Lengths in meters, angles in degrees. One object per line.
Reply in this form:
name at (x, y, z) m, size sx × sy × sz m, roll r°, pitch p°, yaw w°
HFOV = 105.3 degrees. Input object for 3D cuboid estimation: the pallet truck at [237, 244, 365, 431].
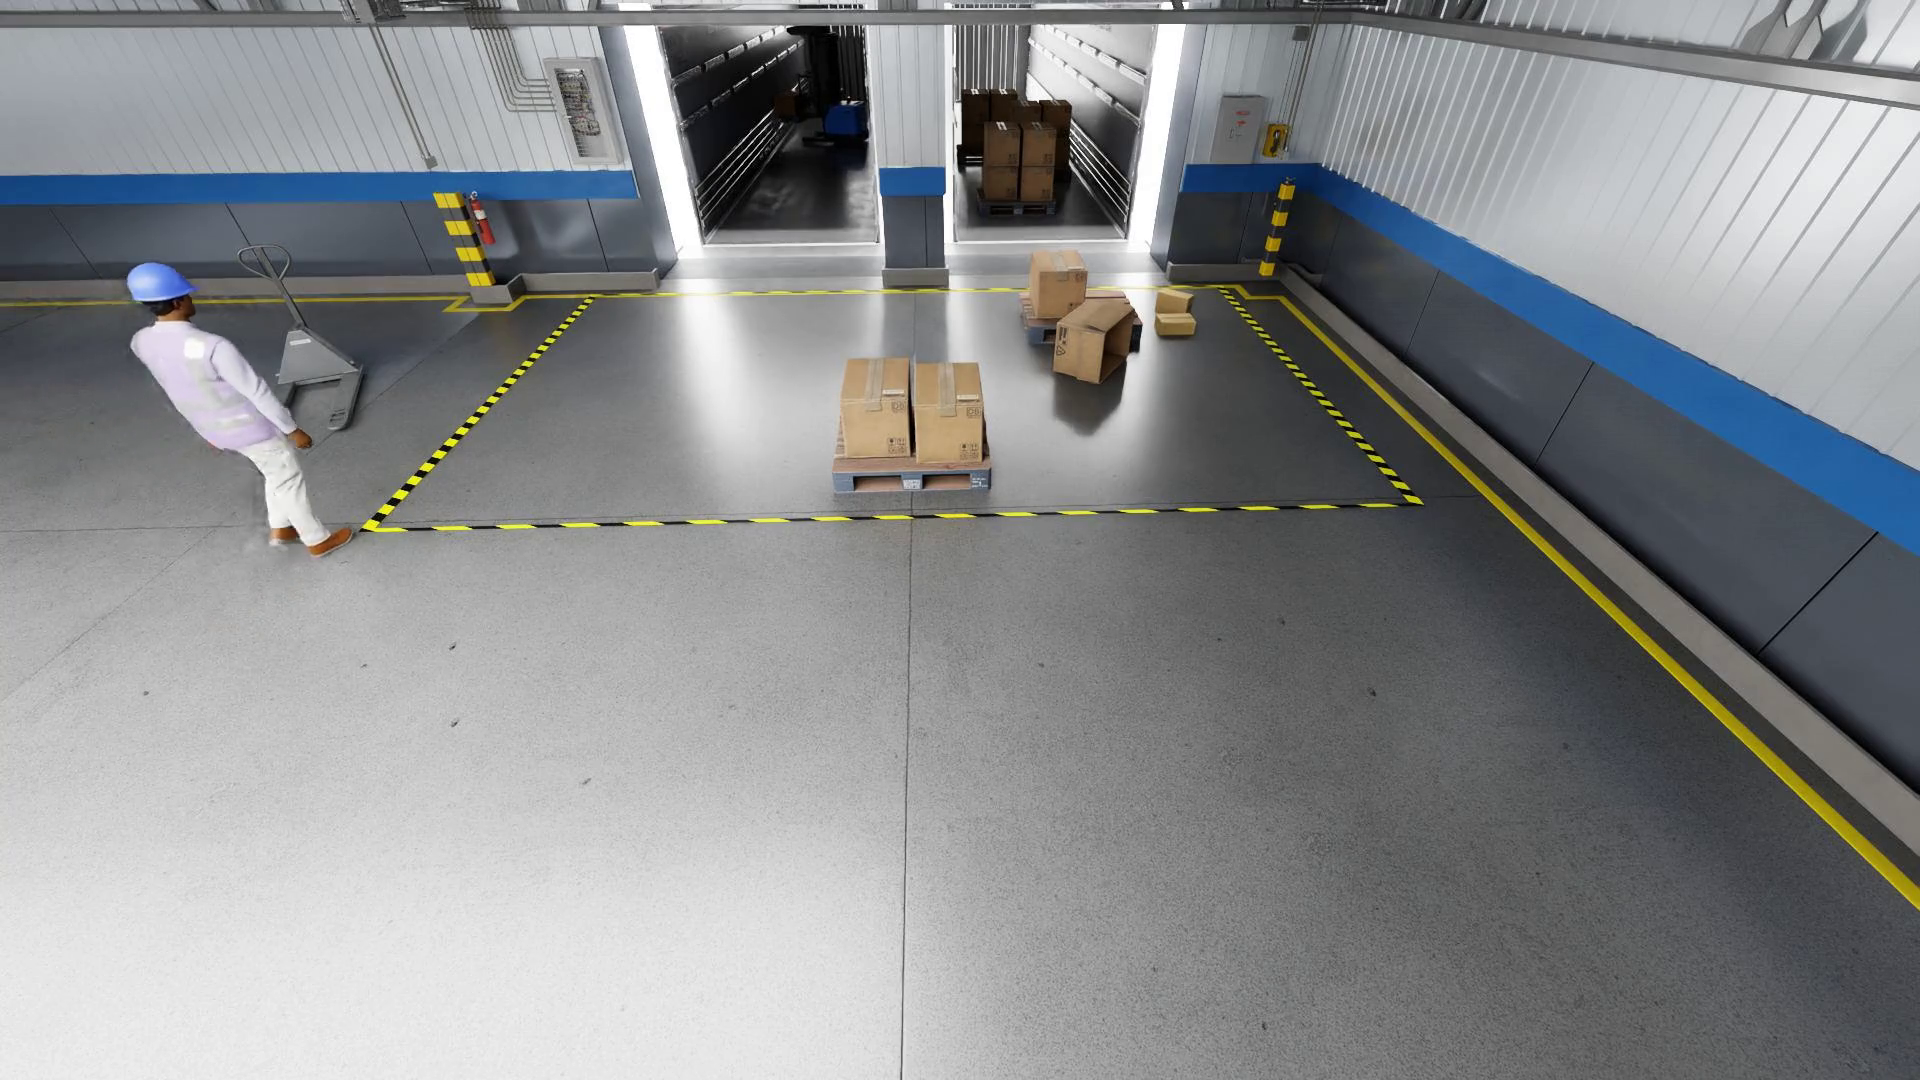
pallet truck at (-5.915, -1.733, 6.366) m, size 0.680 × 1.201 × 1.601 m, roll -18°, pitch 42°, yaw -21°

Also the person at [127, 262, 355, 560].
person at (-4.379, -0.694, 4.496) m, size 0.620 × 1.931 × 0.448 m, roll 9°, pitch 39°, yaw 12°

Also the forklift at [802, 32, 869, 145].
forklift at (-2.552, -9.625, 15.667) m, size 0.776 × 2.013 × 0.716 m, roll 12°, pitch 40°, yaw 14°
